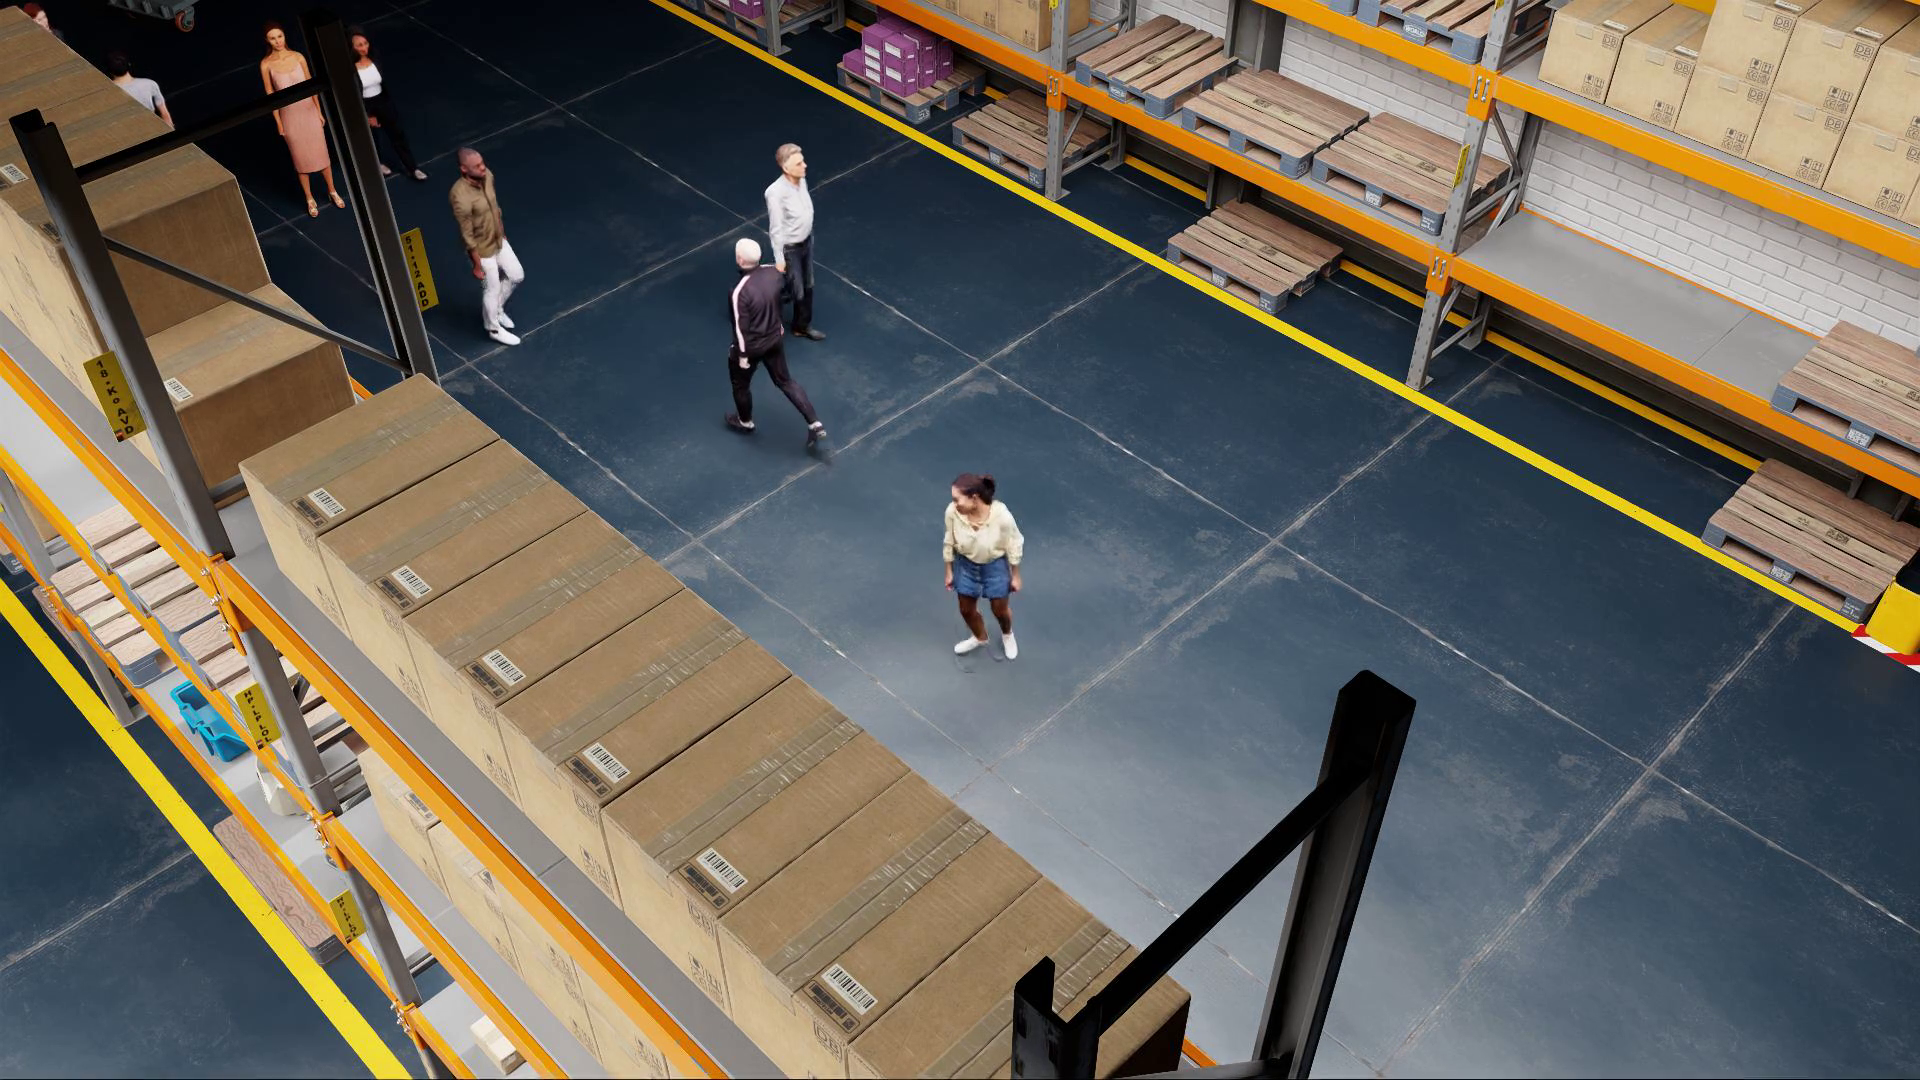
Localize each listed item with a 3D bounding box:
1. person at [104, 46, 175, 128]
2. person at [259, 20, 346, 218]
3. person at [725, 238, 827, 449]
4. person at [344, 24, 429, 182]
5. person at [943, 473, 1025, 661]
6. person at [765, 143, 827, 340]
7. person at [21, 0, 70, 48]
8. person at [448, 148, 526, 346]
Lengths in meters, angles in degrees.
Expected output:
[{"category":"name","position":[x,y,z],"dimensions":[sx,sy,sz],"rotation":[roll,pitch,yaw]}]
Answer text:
[{"category":"person","position":[-7.019,-3.388,14.409],"dimensions":[0.689,1.864,0.586],"rotation":[-28,50,-26]},{"category":"person","position":[-5.893,-3.763,14.825],"dimensions":[0.608,1.832,0.552],"rotation":[-26,50,-25]},{"category":"person","position":[-1.418,-1.408,12.372],"dimensions":[1.204,1.806,0.790],"rotation":[27,50,26]},{"category":"person","position":[-5.488,-4.014,15.276],"dimensions":[0.911,1.574,0.656],"rotation":[30,51,28]},{"category":"person","position":[0.143,0.183,10.848],"dimensions":[0.711,1.605,0.843],"rotation":[2,44,2]},{"category":"person","position":[-1.414,-2.397,13.406],"dimensions":[0.907,1.812,0.798],"rotation":[20,47,20]},{"category":"person","position":[-8.255,-4.065,15.216],"dimensions":[1.200,1.730,0.986],"rotation":[10,45,11]},{"category":"person","position":[-3.883,-2.371,13.381],"dimensions":[0.855,1.809,0.855],"rotation":[11,45,11]}]
